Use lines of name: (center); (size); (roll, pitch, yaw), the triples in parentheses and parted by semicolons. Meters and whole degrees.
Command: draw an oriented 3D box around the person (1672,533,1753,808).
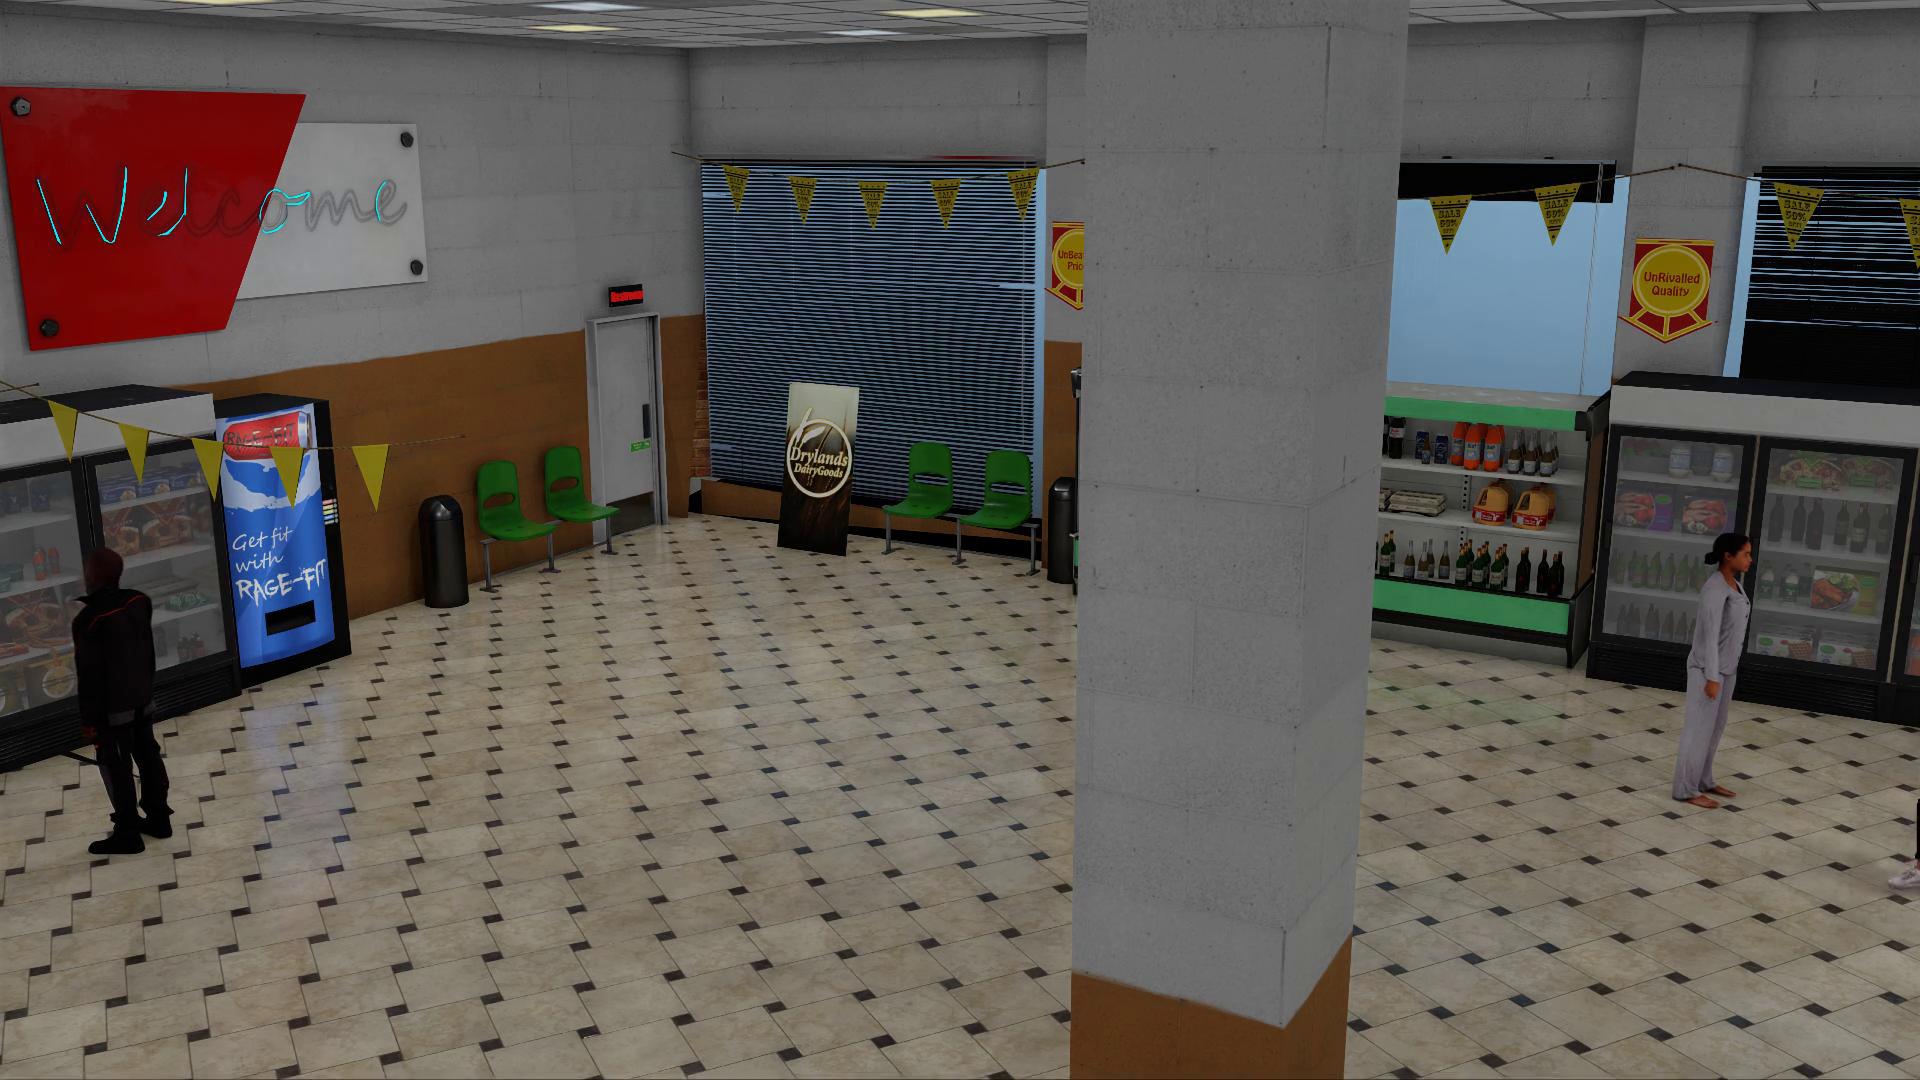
person: (4.727, 0.793, 10.449); (0.614, 1.735, 0.664); (11, 18, 39)

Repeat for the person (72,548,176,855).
person: (-4.895, 0.924, 9.716); (0.692, 1.825, 0.752); (4, 14, 16)
